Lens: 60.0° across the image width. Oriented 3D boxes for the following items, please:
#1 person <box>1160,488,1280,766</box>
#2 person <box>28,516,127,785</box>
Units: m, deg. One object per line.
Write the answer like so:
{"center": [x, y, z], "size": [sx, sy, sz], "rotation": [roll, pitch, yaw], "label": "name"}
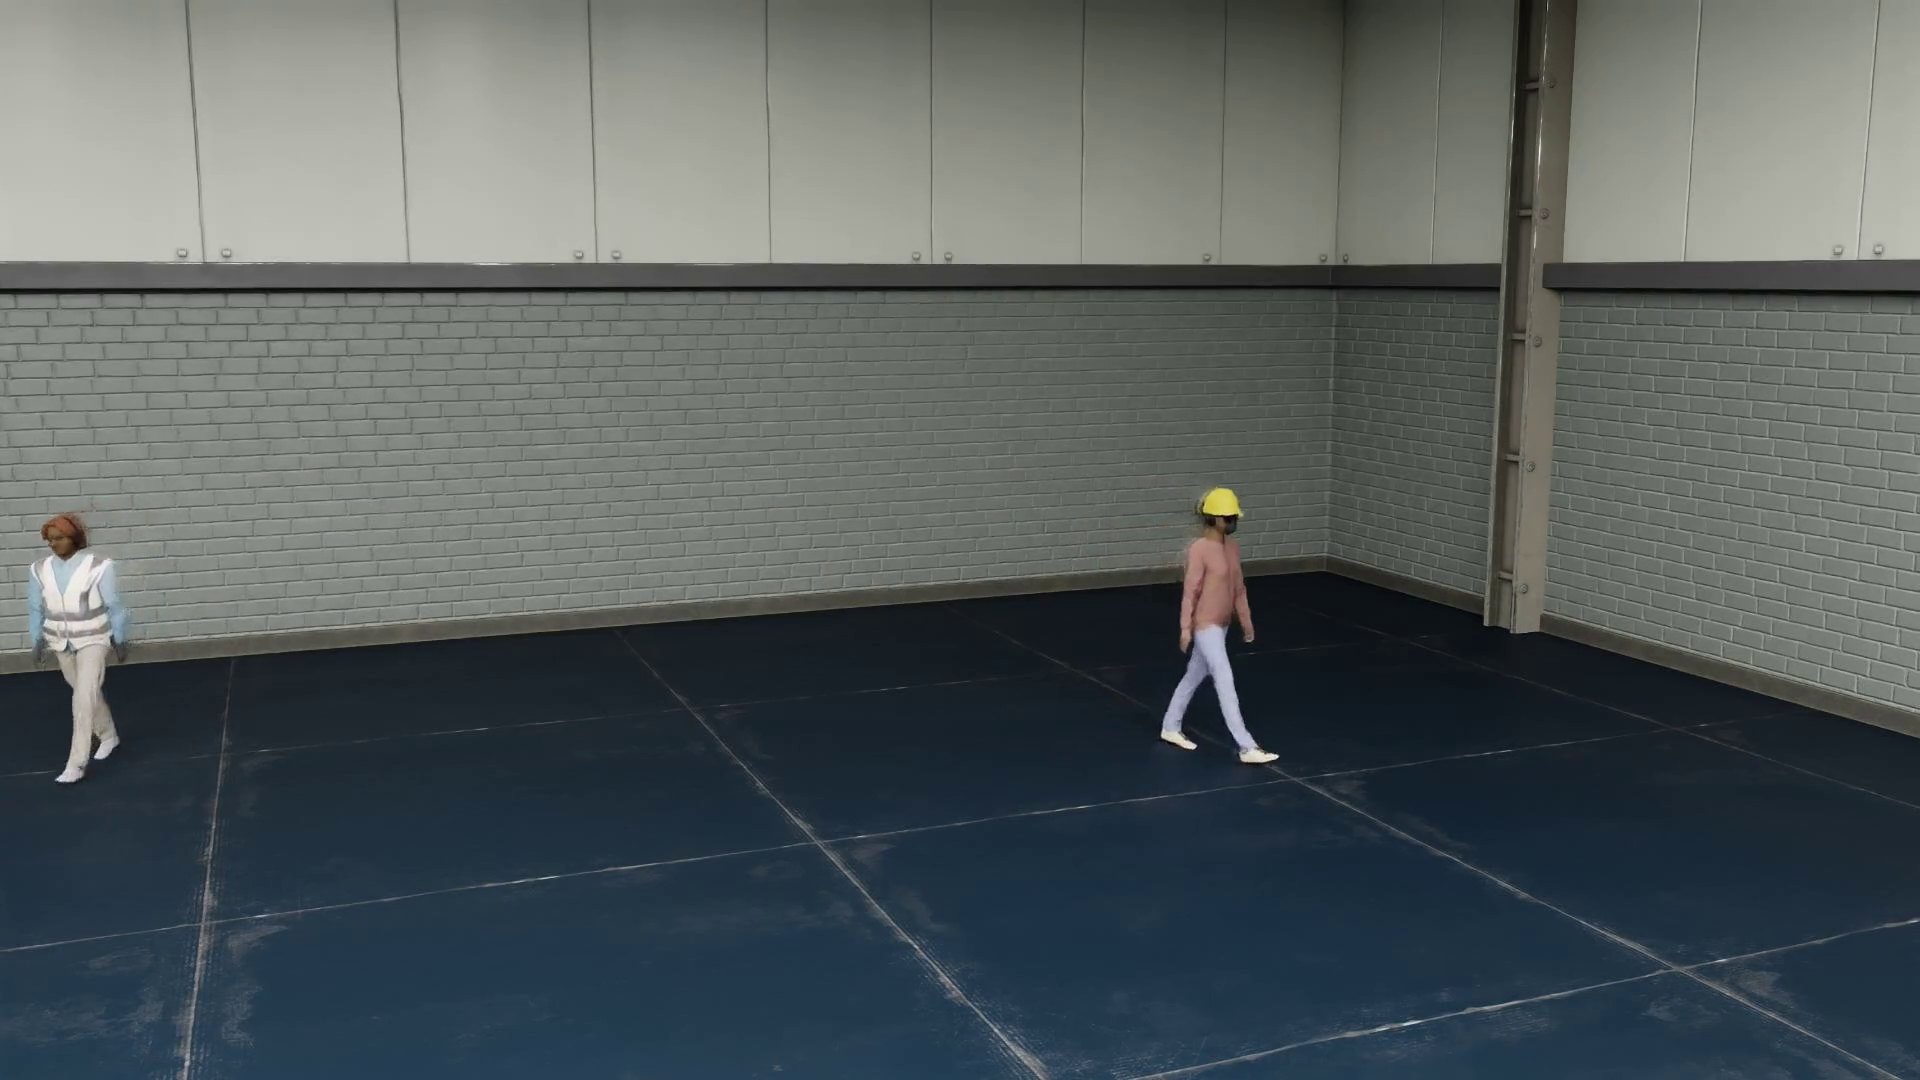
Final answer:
{"center": [1.616, 0.526, 10.410], "size": [0.903, 1.712, 0.542], "rotation": [7, 11, 37], "label": "person"}
{"center": [-5.384, 0.635, 10.149], "size": [0.512, 1.587, 0.887], "rotation": [0, 9, 2], "label": "person"}
